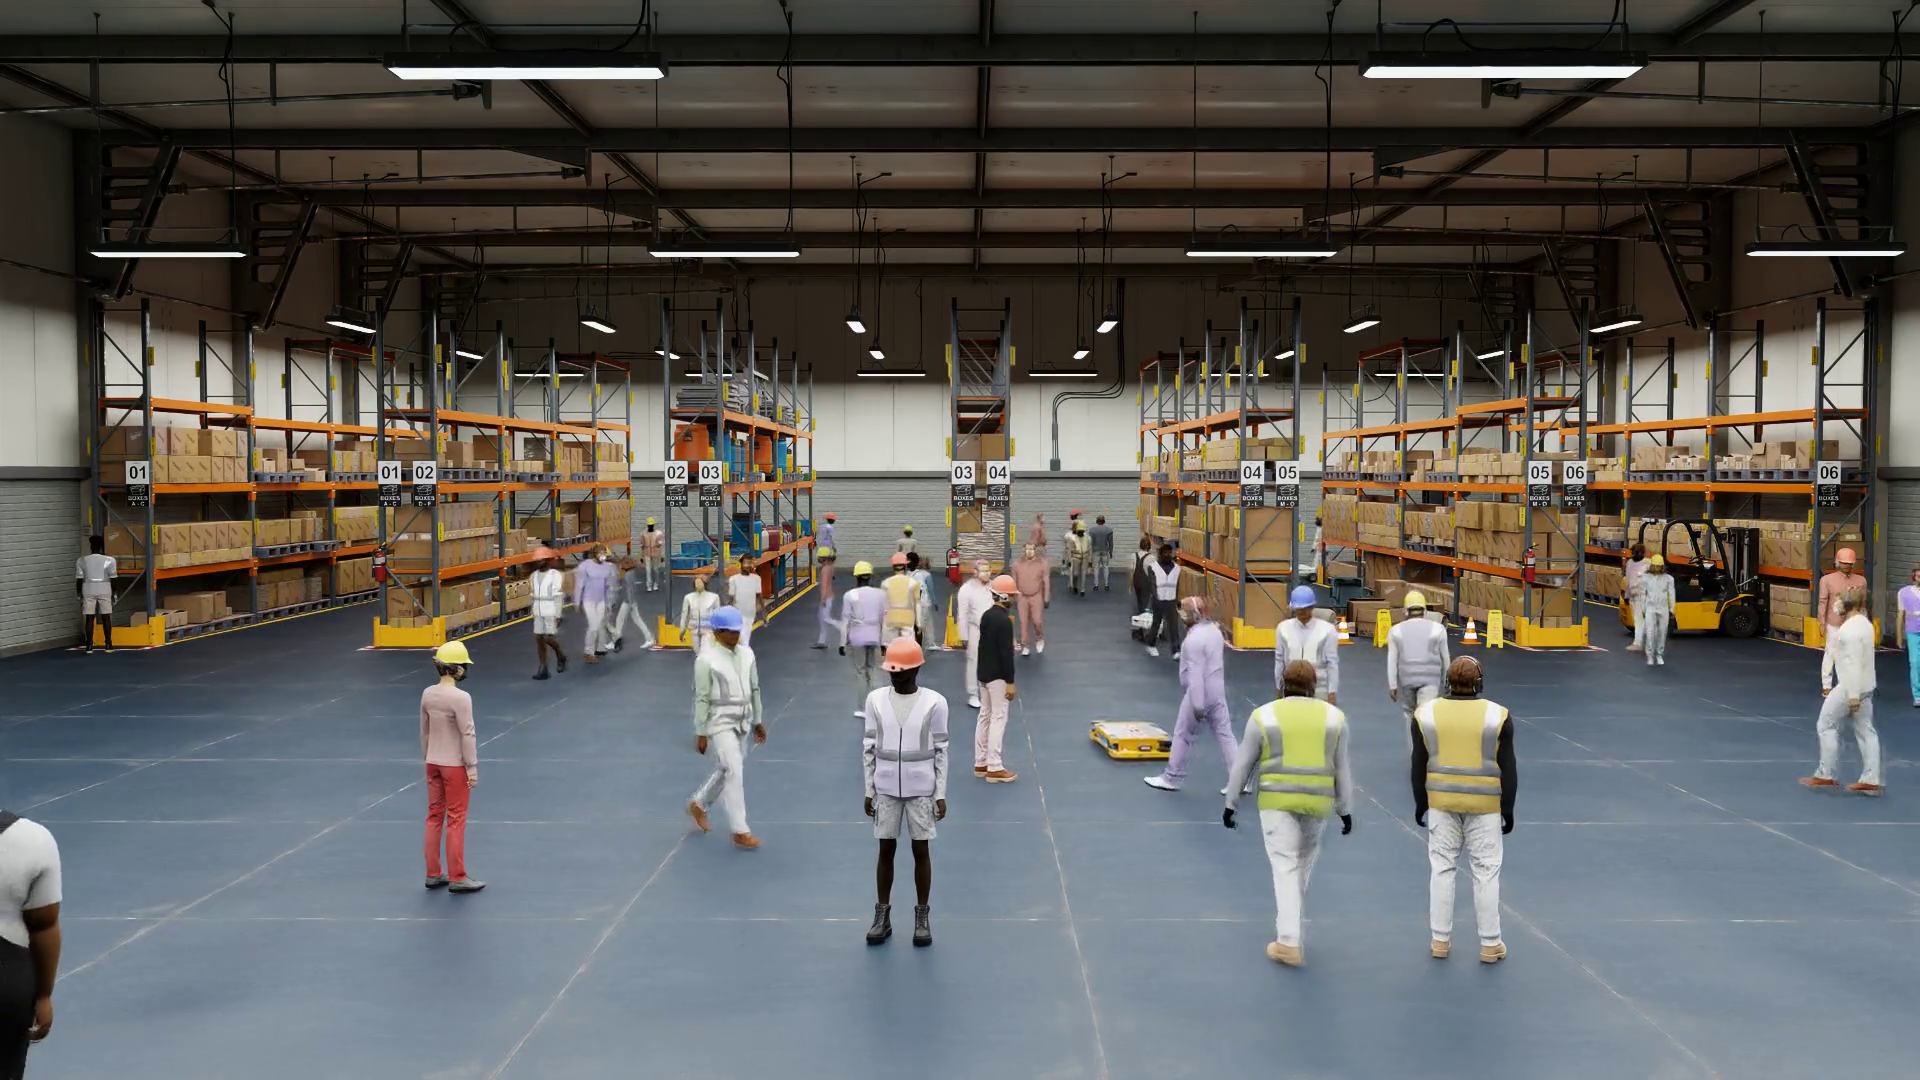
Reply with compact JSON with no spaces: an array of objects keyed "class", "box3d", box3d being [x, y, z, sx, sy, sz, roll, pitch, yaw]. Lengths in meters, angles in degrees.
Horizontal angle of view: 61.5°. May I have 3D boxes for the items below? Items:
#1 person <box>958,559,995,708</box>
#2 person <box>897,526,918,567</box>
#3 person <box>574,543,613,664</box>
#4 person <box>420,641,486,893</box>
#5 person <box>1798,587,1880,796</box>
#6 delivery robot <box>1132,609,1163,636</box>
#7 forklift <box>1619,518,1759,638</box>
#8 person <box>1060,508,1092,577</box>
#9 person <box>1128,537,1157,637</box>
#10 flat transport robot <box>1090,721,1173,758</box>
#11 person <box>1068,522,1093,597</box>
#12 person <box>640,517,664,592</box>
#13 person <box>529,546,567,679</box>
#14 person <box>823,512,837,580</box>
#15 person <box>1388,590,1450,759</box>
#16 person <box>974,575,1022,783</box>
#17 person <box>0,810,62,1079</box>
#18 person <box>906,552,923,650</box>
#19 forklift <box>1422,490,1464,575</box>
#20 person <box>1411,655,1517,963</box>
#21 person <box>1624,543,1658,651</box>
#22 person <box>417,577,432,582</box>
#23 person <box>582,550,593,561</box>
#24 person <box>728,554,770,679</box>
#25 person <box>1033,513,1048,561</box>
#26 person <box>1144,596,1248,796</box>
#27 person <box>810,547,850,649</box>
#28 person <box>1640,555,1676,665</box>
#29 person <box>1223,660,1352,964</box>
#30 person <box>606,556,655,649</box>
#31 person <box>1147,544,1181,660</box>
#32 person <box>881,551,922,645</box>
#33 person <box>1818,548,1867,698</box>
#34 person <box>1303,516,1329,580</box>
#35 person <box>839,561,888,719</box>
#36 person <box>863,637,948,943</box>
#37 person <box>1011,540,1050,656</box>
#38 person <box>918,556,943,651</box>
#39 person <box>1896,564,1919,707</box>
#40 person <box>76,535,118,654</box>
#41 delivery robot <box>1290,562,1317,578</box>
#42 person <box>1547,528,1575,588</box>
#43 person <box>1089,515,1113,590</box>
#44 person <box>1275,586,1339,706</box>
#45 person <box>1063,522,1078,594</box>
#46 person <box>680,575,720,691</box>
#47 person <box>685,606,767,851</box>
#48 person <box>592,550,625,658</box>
[{"class":"person","box3d":[0.321,1.190,20.346,0.685,1.880,0.710,-1,3,-31]},{"class":"person","box3d":[-1.280,0.517,39.355,0.524,1.721,0.911,0,2,0]},{"class":"person","box3d":[-5.705,0.992,25.191,0.611,1.899,0.639,2,3,38]},{"class":"person","box3d":[-3.615,1.602,11.485,0.534,1.766,0.310,2,3,35]},{"class":"person","box3d":[8.176,1.388,15.021,0.819,1.906,0.647,2,3,44]},{"class":"delivery robot","box3d":[3.351,1.482,28.884,0.477,0.478,0.707,-1,2,-18]},{"class":"forklift","box3d":[13.417,0.684,29.791,2.313,2.155,1.214,0,2,0]},{"class":"person","box3d":[3.428,0.075,47.197,1.049,2.001,0.608,2,3,39]},{"class":"person","box3d":[3.420,0.860,29.561,0.536,1.807,0.888,2,3,36]},{"class":"flat transport robot","box3d":[1.842,2.127,17.308,0.652,0.197,1.431,0,2,-6]},{"class":"person","box3d":[2.936,0.466,39.394,0.609,1.816,0.491,0,2,-5]},{"class":"person","box3d":[-7.851,0.360,41.144,0.594,1.894,0.892,0,2,-5]},{"class":"person","box3d":[-5.986,1.047,23.392,0.561,1.925,0.509,1,2,24]},{"class":"person","box3d":[-3.614,0.178,45.405,0.511,1.915,0.564,-1,3,-25]},{"class":"person","box3d":[4.583,1.403,16.169,0.591,1.796,0.873,1,2,24]},{"class":"person","box3d":[0.391,1.331,15.682,0.435,1.980,0.618,-1,2,-19]},{"class":"person","box3d":[-3.748,1.703,6.055,0.695,2.000,0.730,-1,3,-27]},{"class":"person","box3d":[-0.773,1.044,26.384,0.316,1.696,0.540,-1,2,-24]},{"class":"forklift","box3d":[13.926,-0.371,47.846,1.873,2.768,1.129,0,2,0]},{"class":"person","box3d":[3.087,1.628,9.880,0.619,1.845,0.430,1,3,26]},{"class":"person","box3d":[11.573,0.954,27.281,0.757,1.821,0.632,-1,2,-15]},{"class":"person","box3d":[-10.842,0.702,32.954,0.552,1.857,0.494,0,2,-3]},{"class":"person","box3d":[-10.472,0.148,45.675,0.659,1.950,0.939,0,2,2]},{"class":"person","box3d":[-2.995,1.110,23.056,0.536,1.825,0.935,-2,3,-37]},{"class":"person","box3d":[2.337,0.199,45.182,0.656,1.887,0.673,0,2,11]},{"class":"person","box3d":[2.209,1.434,14.880,1.004,1.835,0.667,2,3,36]},{"class":"person","box3d":[-2.194,0.981,27.478,0.667,1.747,0.519,0,2,1]},{"class":"person","box3d":[10.788,1.095,24.944,0.503,1.710,0.839,1,2,19]},{"class":"person","box3d":[2.011,1.641,10.032,0.763,1.786,0.899,0,2,-3]},{"class":"person","box3d":[-5.600,1.056,27.364,0.865,1.593,0.511,0,2,-2]},{"class":"person","box3d":[3.275,0.984,26.070,0.577,1.863,1.002,-1,2,-13]},{"class":"person","box3d":[-0.817,1.113,21.929,0.564,1.916,0.650,0,2,7]},{"class":"person","box3d":[11.672,1.099,21.330,0.621,1.989,0.398,0,2,4]},{"class":"person","box3d":[9.897,0.245,44.720,0.950,1.840,0.599,0,2,3]},{"class":"person","box3d":[-1.183,1.210,19.612,0.585,1.911,0.429,-2,3,-35]},{"class":"person","box3d":[-0.350,1.571,10.197,0.543,1.932,0.376,0,2,9]},{"class":"person","box3d":[1.132,0.946,26.404,0.661,1.889,0.418,1,2,13]},{"class":"person","box3d":[-0.678,1.069,26.935,0.818,1.607,0.500,-1,2,-21]},{"class":"person","box3d":[12.254,1.209,20.551,0.604,1.825,0.442,1,3,31]},{"class":"person","box3d":[-14.322,0.895,26.796,0.613,1.962,0.362,-1,3,-26]},{"class":"delivery robot","box3d":[9.480,0.856,44.629,0.707,0.478,0.477,0,2,1]},{"class":"person","box3d":[12.159,0.696,32.704,0.551,1.905,0.955,0,2,-1]},{"class":"person","box3d":[3.624,0.322,41.558,0.636,1.936,0.355,0,2,-4]},{"class":"person","box3d":[3.213,1.384,14.989,0.634,1.913,0.624,1,3,25]},{"class":"person","box3d":[2.839,0.440,40.536,0.555,1.805,1.057,0,2,-10]},{"class":"person","box3d":[-3.549,1.267,22.053,0.539,1.587,0.877,0,2,9]},{"class":"person","box3d":[-1.913,1.471,12.963,0.907,1.921,0.602,2,3,35]},{"class":"person","box3d":[-5.741,0.992,26.115,0.463,1.818,0.615,1,2,18]}]
